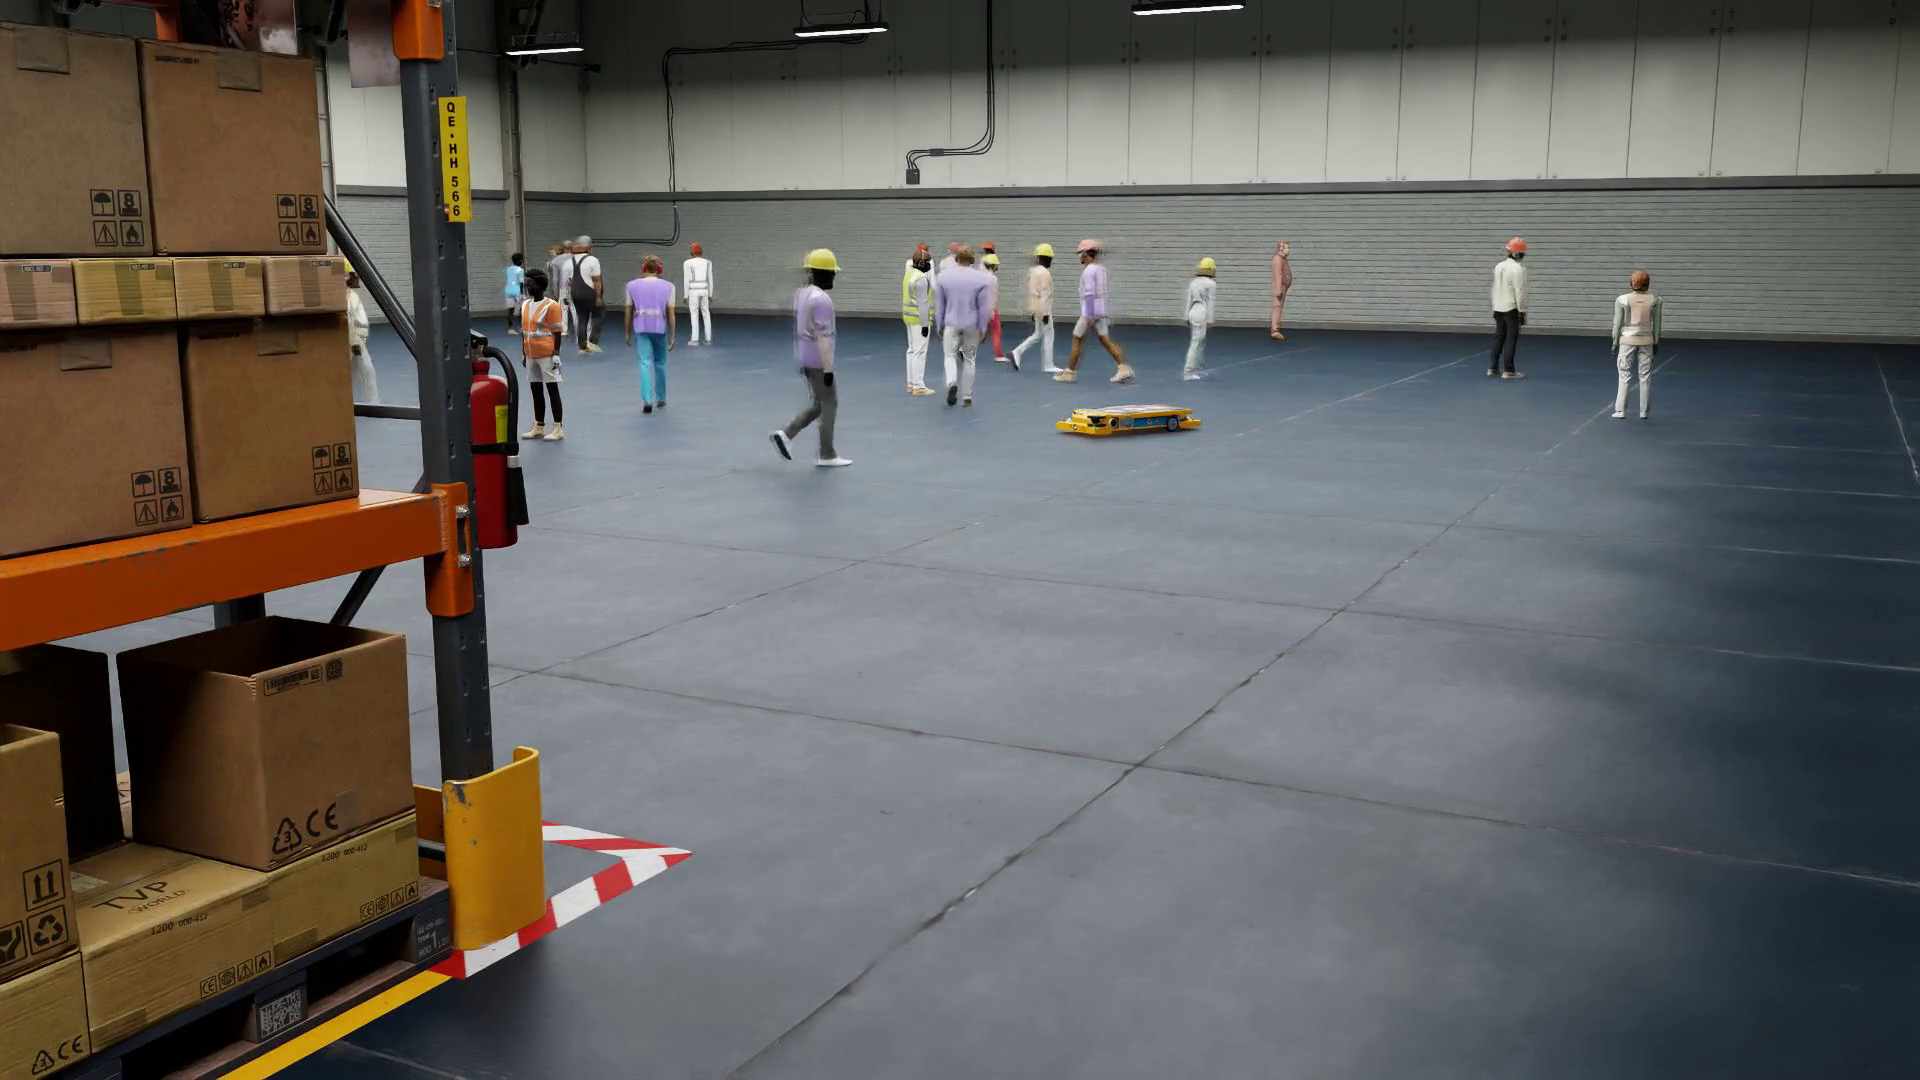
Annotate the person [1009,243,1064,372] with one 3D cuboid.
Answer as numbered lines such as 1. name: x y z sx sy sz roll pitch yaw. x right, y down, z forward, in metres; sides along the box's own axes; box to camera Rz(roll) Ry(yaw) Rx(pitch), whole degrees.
1. person: 1.143 -3.408 24.504 0.744 1.907 0.591 -3 11 -16

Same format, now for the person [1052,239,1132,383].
1. person: 1.858 -3.117 22.762 1.102 1.991 0.604 4 11 23

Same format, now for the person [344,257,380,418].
1. person: -6.761 -2.203 18.243 0.884 1.803 0.581 -1 10 -6

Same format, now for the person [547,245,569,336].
1. person: -8.058 -4.984 33.332 0.540 1.823 0.549 3 11 17

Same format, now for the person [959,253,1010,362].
1. person: 0.385 -3.683 26.463 0.819 1.742 0.540 -5 12 -27

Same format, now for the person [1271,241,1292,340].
1. person: 6.268 -4.865 32.439 0.399 1.908 0.643 2 11 12

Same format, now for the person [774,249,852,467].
1. person: -1.275 -1.572 14.476 0.588 1.906 0.599 -4 11 -23

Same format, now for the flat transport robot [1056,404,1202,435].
1. flat transport robot: 1.755 -1.259 17.237 1.431 0.197 0.652 -7 13 -34

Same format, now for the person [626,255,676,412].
1. person: -3.578 -2.397 19.276 0.585 1.807 0.952 -2 11 -9

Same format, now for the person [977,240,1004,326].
1. person: 0.531 -5.659 36.776 0.823 1.912 0.555 -1 10 -5

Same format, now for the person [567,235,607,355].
1. person: -6.307 -4.152 28.187 0.701 2.000 0.537 6 12 30

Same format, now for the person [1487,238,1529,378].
1. person: 7.802 -3.277 23.653 0.399 1.980 0.648 -3 11 -16

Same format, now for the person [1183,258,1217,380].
1. person: 3.401 -3.106 23.397 0.688 1.698 0.487 -6 12 -29

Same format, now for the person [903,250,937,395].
1. person: -0.504 -2.757 21.152 0.428 1.835 0.627 -3 11 -17

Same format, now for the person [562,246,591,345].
1. person: -7.022 -4.503 30.673 0.656 1.829 0.451 1 10 7

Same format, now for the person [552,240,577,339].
1. person: -7.619 -4.878 32.459 0.625 1.933 0.364 -1 10 -3

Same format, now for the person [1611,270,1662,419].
1. person: 7.453 -2.145 18.337 0.518 1.640 0.307 1 10 7

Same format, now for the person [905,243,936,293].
1. person: -0.797 -4.918 32.845 0.707 1.859 0.562 3 11 14

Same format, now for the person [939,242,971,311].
1. person: -0.090 -5.015 33.330 0.639 1.880 0.881 0 10 -2

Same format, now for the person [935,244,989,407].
1. person: 0.029 -2.495 19.461 0.642 1.925 0.669 1 10 3

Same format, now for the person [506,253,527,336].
1. person: -8.922 -4.975 33.689 0.549 1.667 0.695 6 12 31

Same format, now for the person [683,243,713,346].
1. person: -4.821 -4.523 30.634 0.584 1.882 0.337 -7 13 -35

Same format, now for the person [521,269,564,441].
1. person: -4.133 -1.820 16.405 0.540 1.695 0.317 7 13 34

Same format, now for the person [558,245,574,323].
1. person: -9.045 -5.848 38.137 0.983 1.794 0.616 -6 12 -30
